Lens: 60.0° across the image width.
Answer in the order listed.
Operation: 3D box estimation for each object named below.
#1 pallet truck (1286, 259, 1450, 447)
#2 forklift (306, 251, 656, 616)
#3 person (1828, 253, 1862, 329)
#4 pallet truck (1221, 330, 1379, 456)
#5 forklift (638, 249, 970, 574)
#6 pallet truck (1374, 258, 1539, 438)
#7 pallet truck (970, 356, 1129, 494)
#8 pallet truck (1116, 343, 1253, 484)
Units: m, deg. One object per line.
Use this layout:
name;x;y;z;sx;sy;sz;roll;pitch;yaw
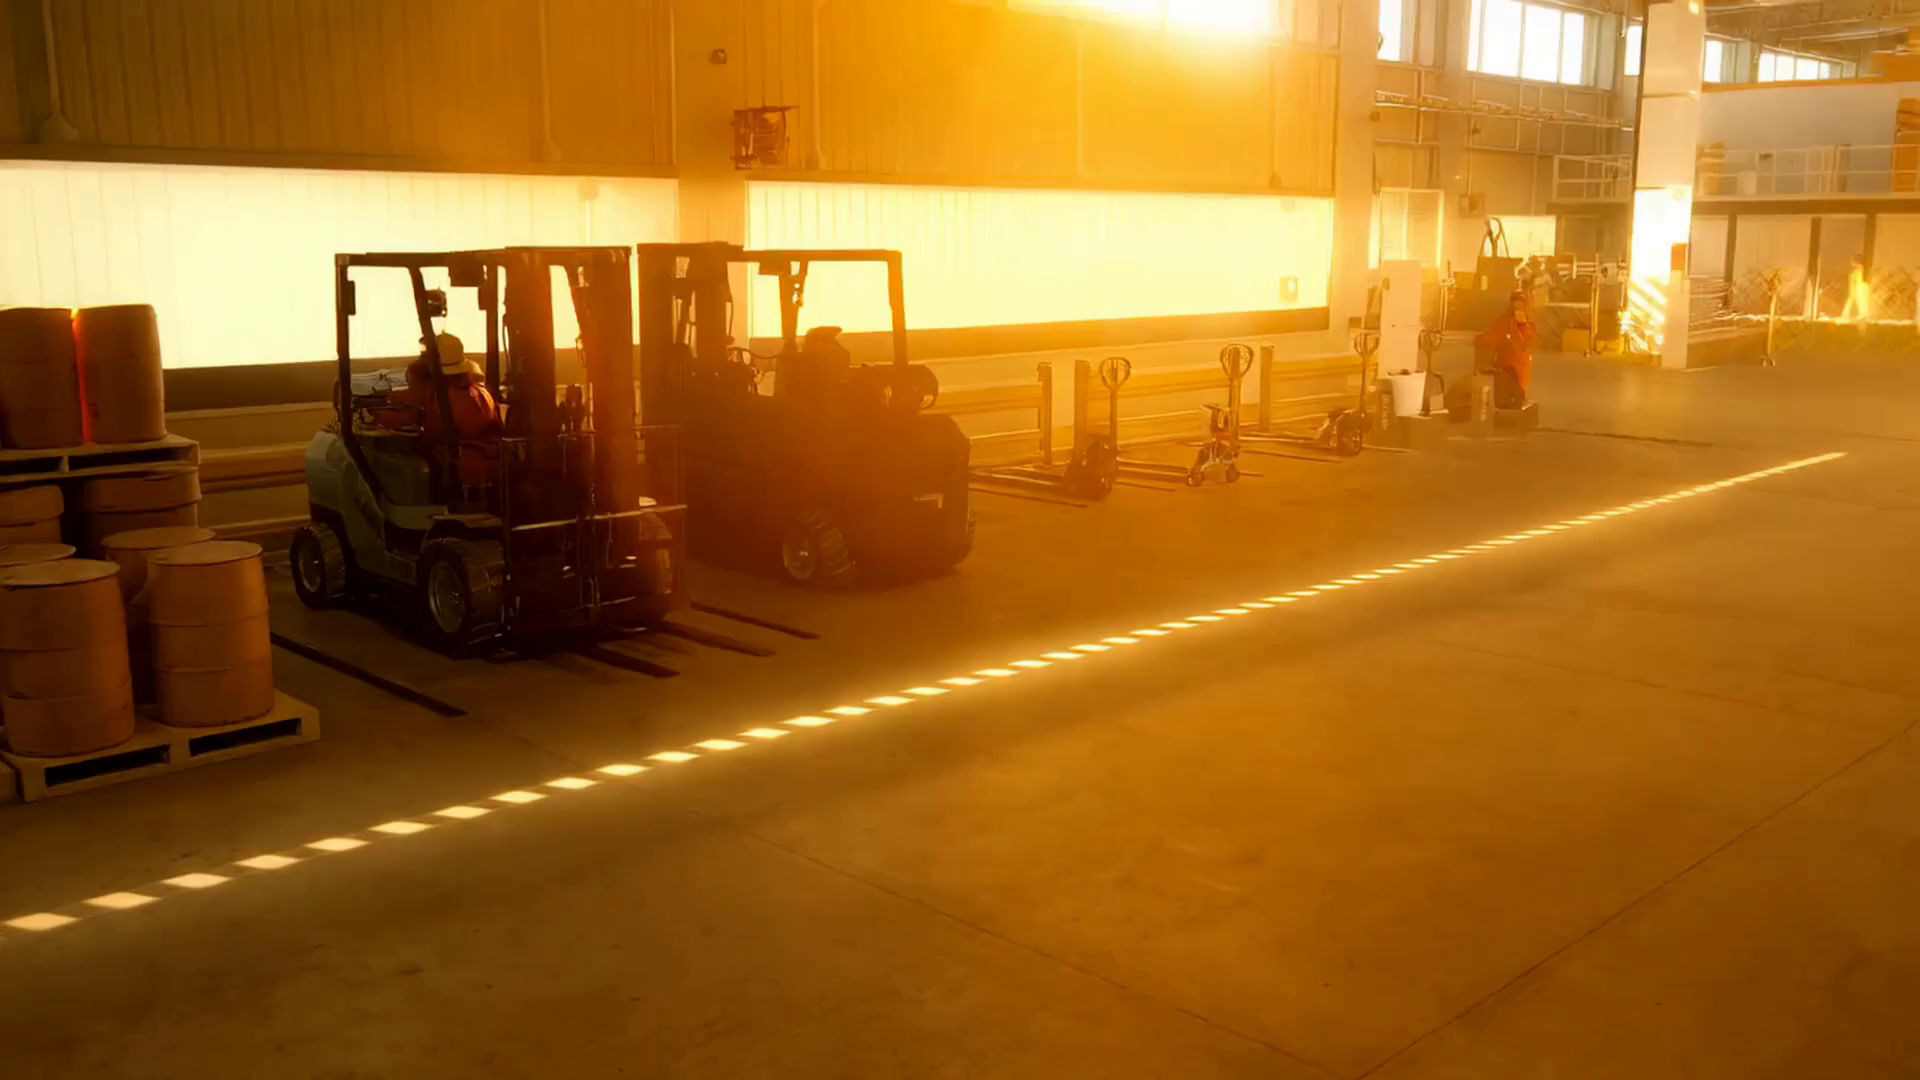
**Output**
pallet truck;4.493;-2.078;18.196;0.823;1.965;1.885;-9;14;-40
forklift;-2.833;-0.669;9.694;1.157;1.987;2.680;-10;14;-44
person;21.402;-5.977;39.953;0.545;1.806;0.891;-8;13;-36
pallet truck;3.563;-1.581;17.381;0.653;1.274;1.630;-10;14;-44
forklift;-1.173;-0.958;11.239;2.680;1.987;1.157;10;14;43
pallet truck;5.704;-2.208;18.901;1.885;1.965;0.823;10;14;43
pallet truck;0.784;-1.085;14.876;0.680;1.201;1.601;-10;14;-44
pallet truck;1.962;-1.215;15.415;1.522;1.261;0.704;10;14;43
